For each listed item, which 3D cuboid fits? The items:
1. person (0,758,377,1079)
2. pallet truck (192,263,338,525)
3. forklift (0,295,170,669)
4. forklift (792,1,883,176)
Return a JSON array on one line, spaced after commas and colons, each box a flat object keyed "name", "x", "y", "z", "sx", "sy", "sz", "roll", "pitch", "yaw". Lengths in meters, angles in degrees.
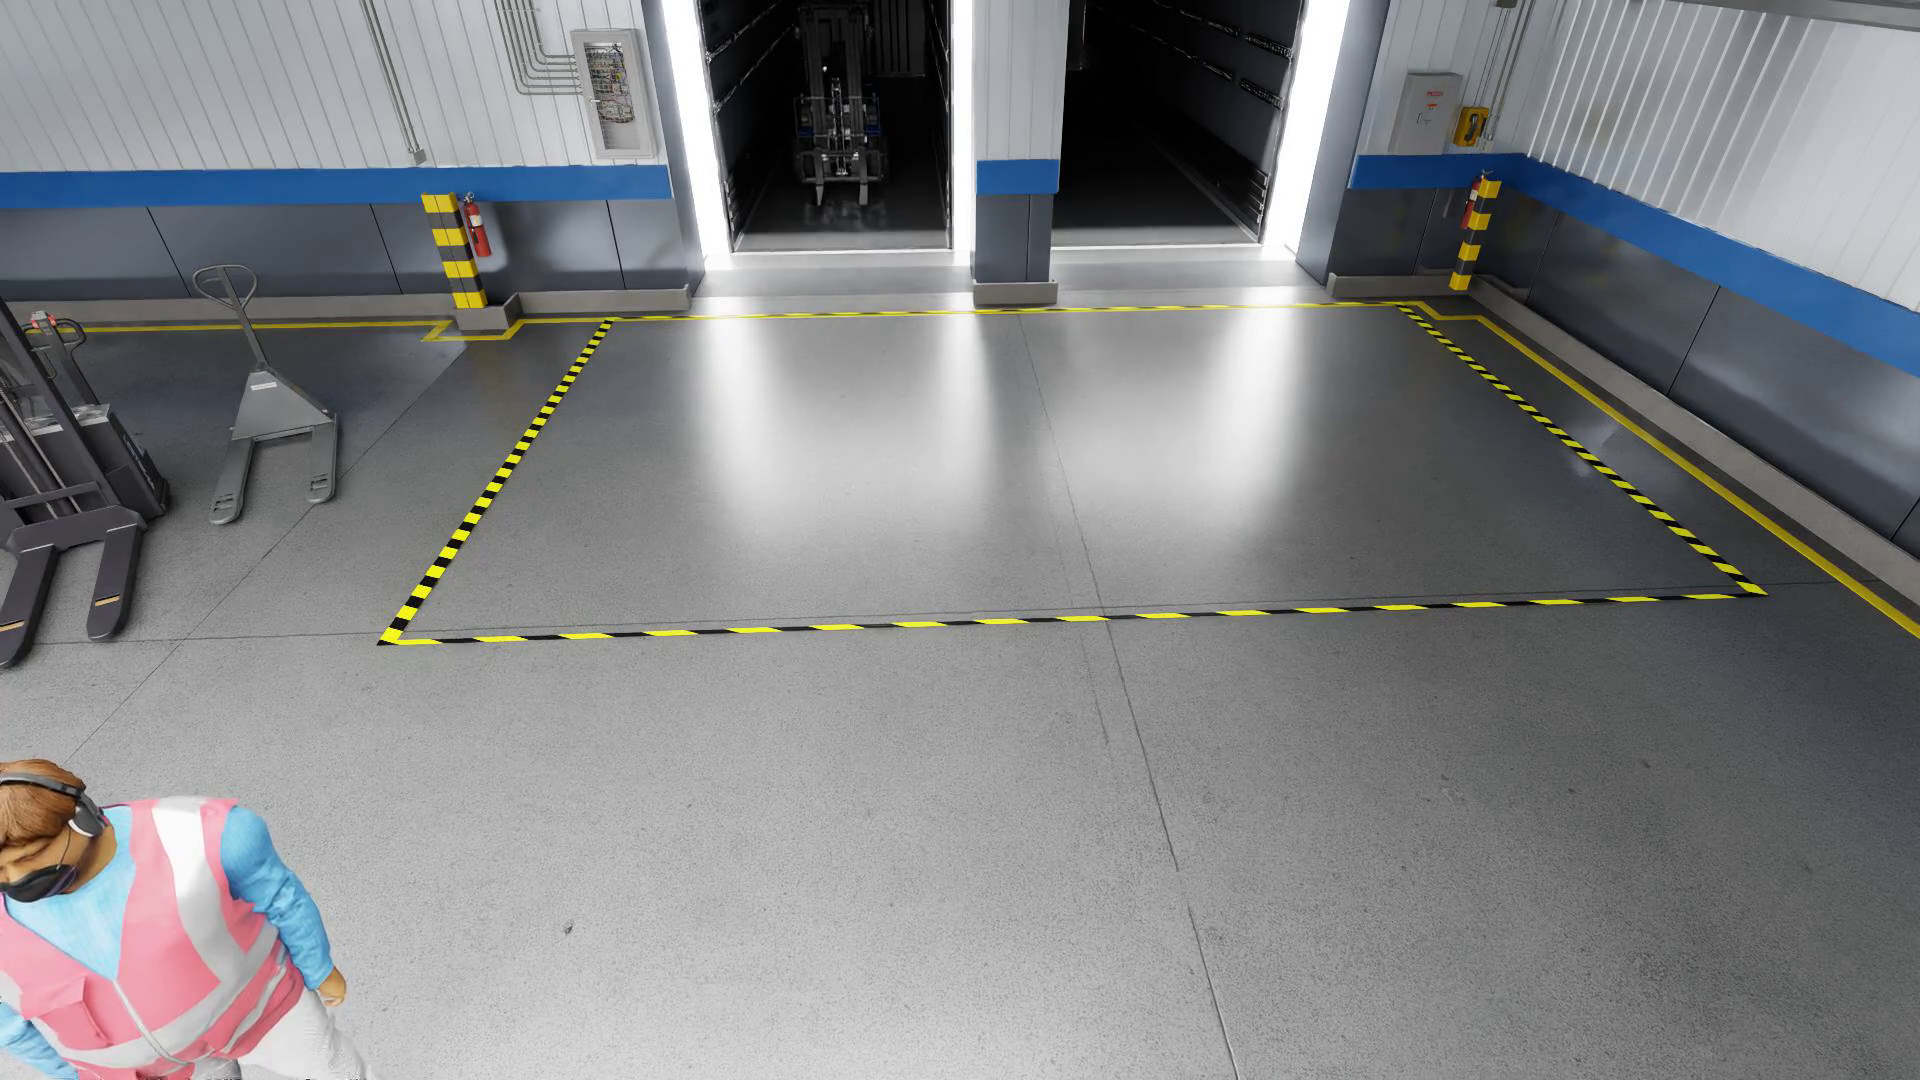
[{"name": "person", "x": -1.945, "y": 1.230, "z": 2.357, "sx": 0.623, "sy": 1.843, "sz": 0.431, "roll": -20, "pitch": 40, "yaw": -26}, {"name": "pallet truck", "x": -4.778, "y": -1.027, "z": 6.128, "sx": 0.680, "sy": 1.201, "sz": 1.601, "roll": -17, "pitch": 38, "yaw": -23}, {"name": "forklift", "x": -5.212, "y": -0.618, "z": 4.878, "sx": 0.823, "sy": 1.965, "sz": 1.885, "roll": -20, "pitch": 39, "yaw": -26}, {"name": "forklift", "x": -1.694, "y": -6.382, "z": 12.848, "sx": 1.157, "sy": 2.036, "sz": 2.680, "roll": -3, "pitch": 35, "yaw": -4}]
